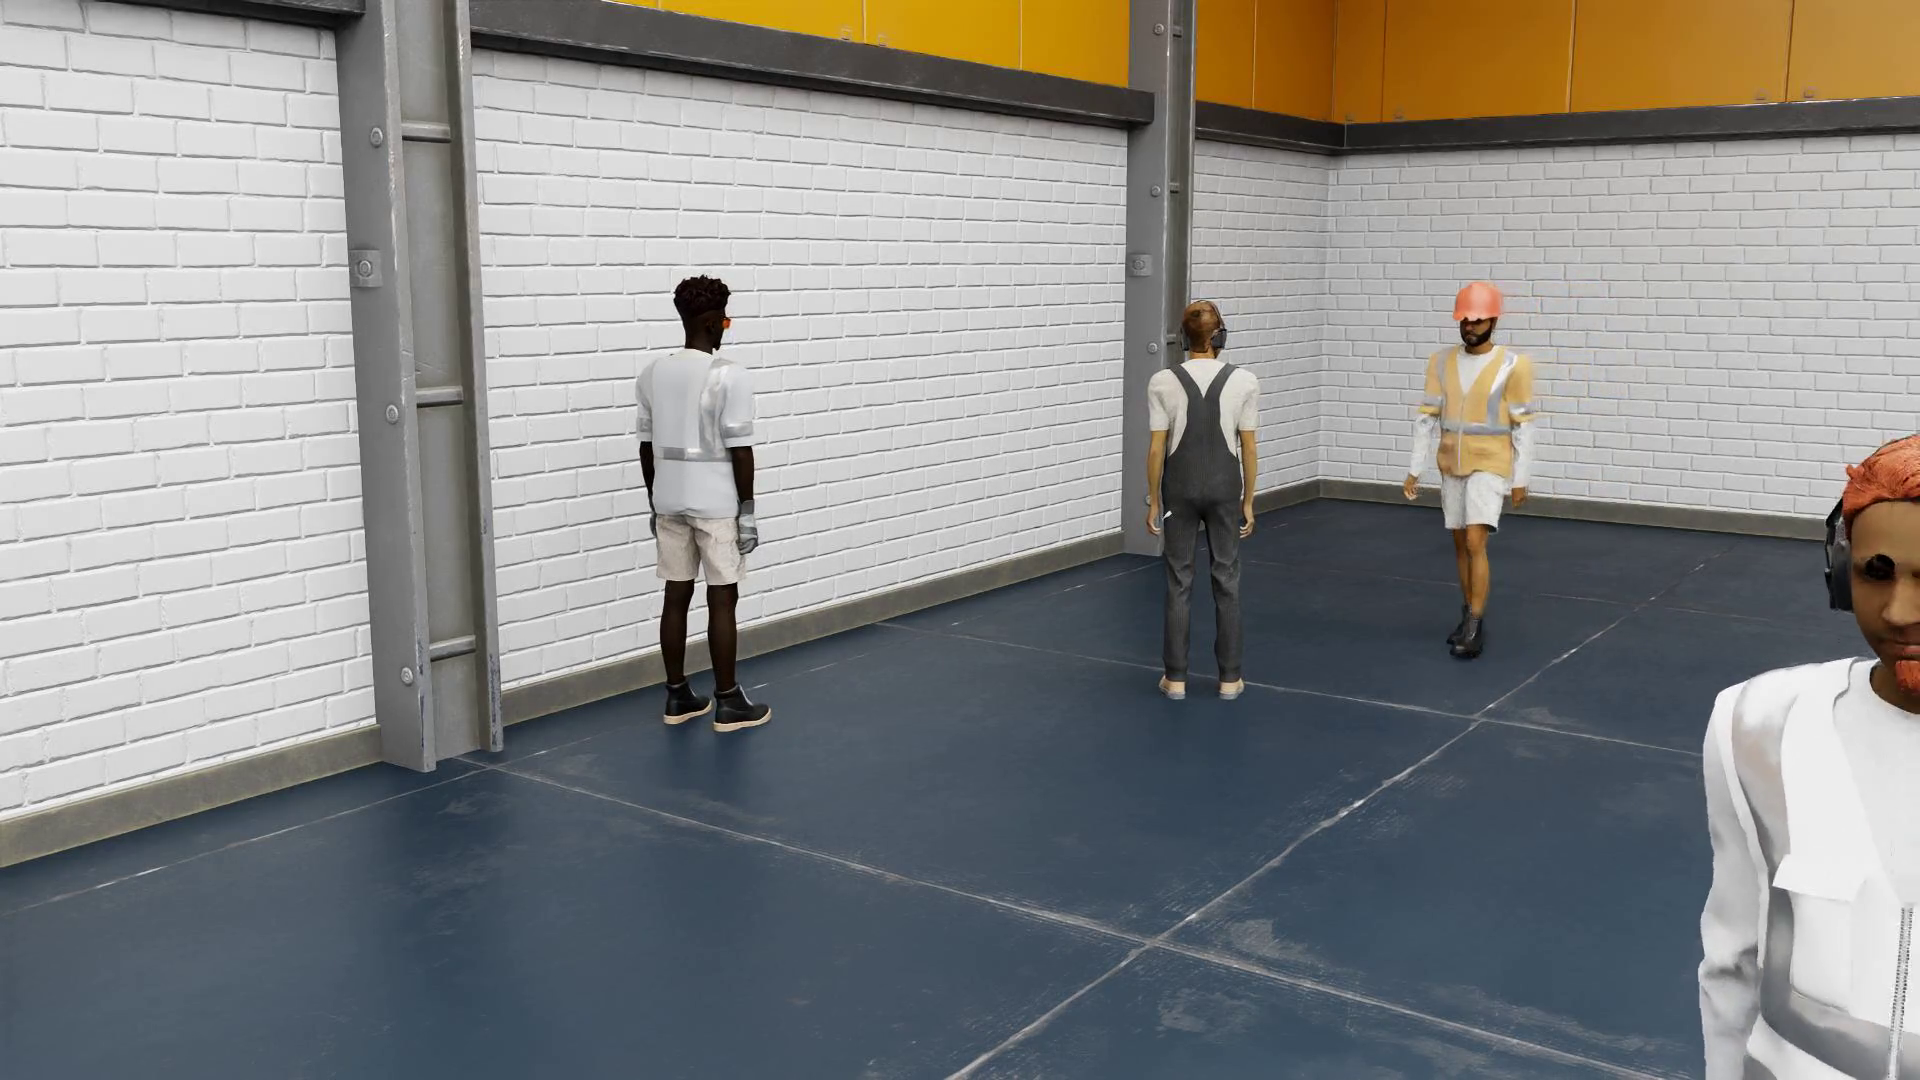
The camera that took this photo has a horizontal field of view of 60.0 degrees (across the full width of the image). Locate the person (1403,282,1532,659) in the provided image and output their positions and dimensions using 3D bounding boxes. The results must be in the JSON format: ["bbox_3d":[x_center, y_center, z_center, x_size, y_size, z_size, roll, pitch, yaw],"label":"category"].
[{"bbox_3d":[2.585,-0.355,8.558,0.771,1.908,0.571,-9,13,-43],"label":"person"}]

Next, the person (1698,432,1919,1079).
[{"bbox_3d":[1.221,0.768,2.063,0.595,1.857,0.898,9,13,44],"label":"person"}]

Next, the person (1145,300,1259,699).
[{"bbox_3d":[1.109,-0.175,7.671,0.506,1.843,0.351,1,10,6],"label":"person"}]

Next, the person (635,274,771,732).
[{"bbox_3d":[-1.119,-0.157,7.191,0.608,1.966,0.370,6,11,31],"label":"person"}]
